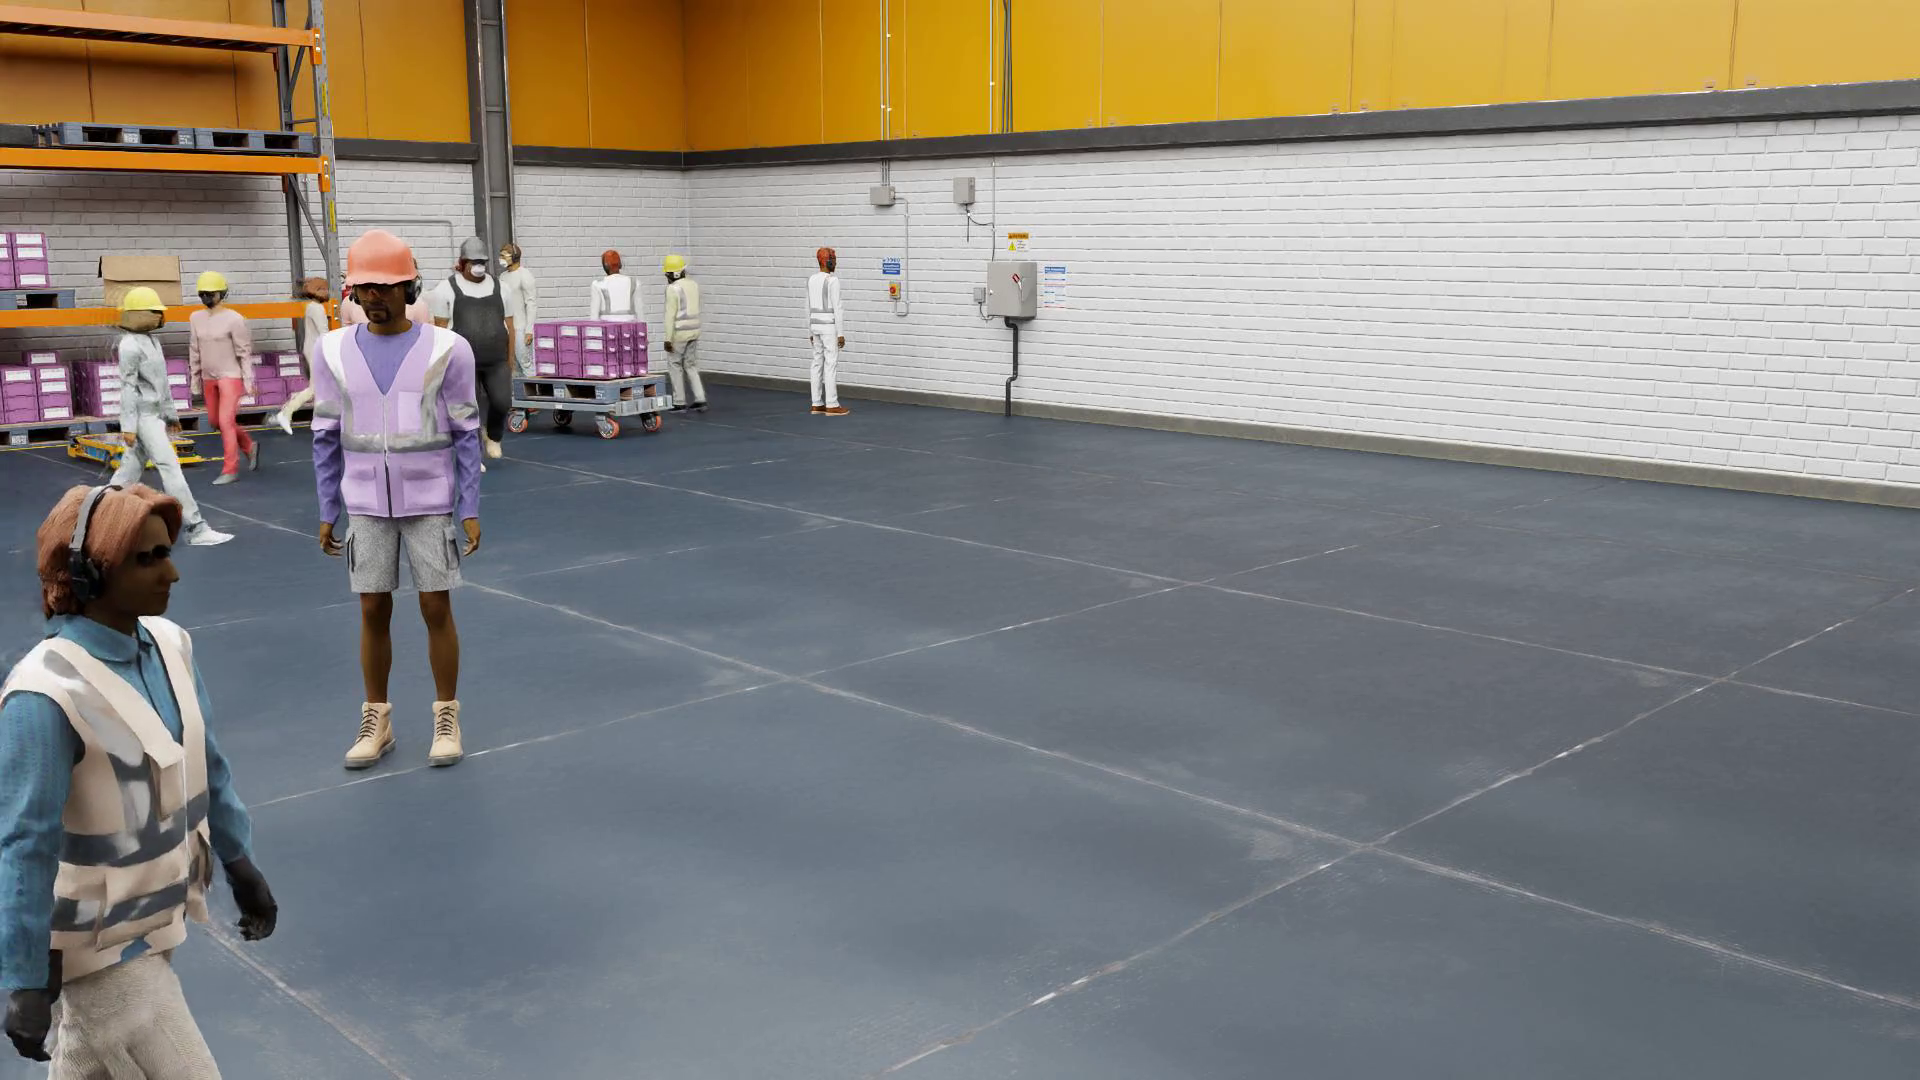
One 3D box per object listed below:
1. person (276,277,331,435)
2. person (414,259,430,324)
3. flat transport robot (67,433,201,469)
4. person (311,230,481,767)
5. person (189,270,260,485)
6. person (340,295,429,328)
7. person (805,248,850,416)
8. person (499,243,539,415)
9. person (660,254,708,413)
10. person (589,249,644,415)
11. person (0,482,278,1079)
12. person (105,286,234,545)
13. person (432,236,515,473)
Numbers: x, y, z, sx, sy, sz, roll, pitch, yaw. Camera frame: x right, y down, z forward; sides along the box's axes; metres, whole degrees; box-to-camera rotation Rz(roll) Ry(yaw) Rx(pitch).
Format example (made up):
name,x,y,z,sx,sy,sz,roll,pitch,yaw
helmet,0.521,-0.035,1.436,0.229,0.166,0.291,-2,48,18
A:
name,x,y,z,sx,sy,sz,roll,pitch,yaw
person,-6.607,-1.869,16.918,0.728,1.602,0.528,-6,12,-28
person,-5.792,-2.053,17.389,0.598,1.805,0.734,0,10,2
flat transport robot,-7.376,-0.816,14.822,0.652,0.197,1.431,-10,14,-44
person,-2.126,-0.136,6.285,0.615,2.038,0.396,-1,10,-5
person,-6.027,-1.353,13.734,0.530,1.746,0.706,3,11,18
person,-4.210,-1.152,12.195,0.649,1.906,0.404,-2,11,-12
person,-1.503,-2.341,18.737,0.345,1.882,0.584,-10,14,-42
person,-4.980,-2.364,18.714,0.352,1.937,0.635,-10,14,-44
person,-3.171,-2.332,18.887,0.431,1.800,0.639,5,11,25
person,-3.809,-2.306,18.598,0.614,1.864,0.563,-6,12,-30
person,-1.401,0.691,2.969,0.845,1.589,0.543,0,10,-2
person,-5.286,-0.791,10.788,0.915,1.698,0.497,-2,11,-10
person,-4.157,-1.607,14.309,0.688,2.000,0.640,-5,12,-27
